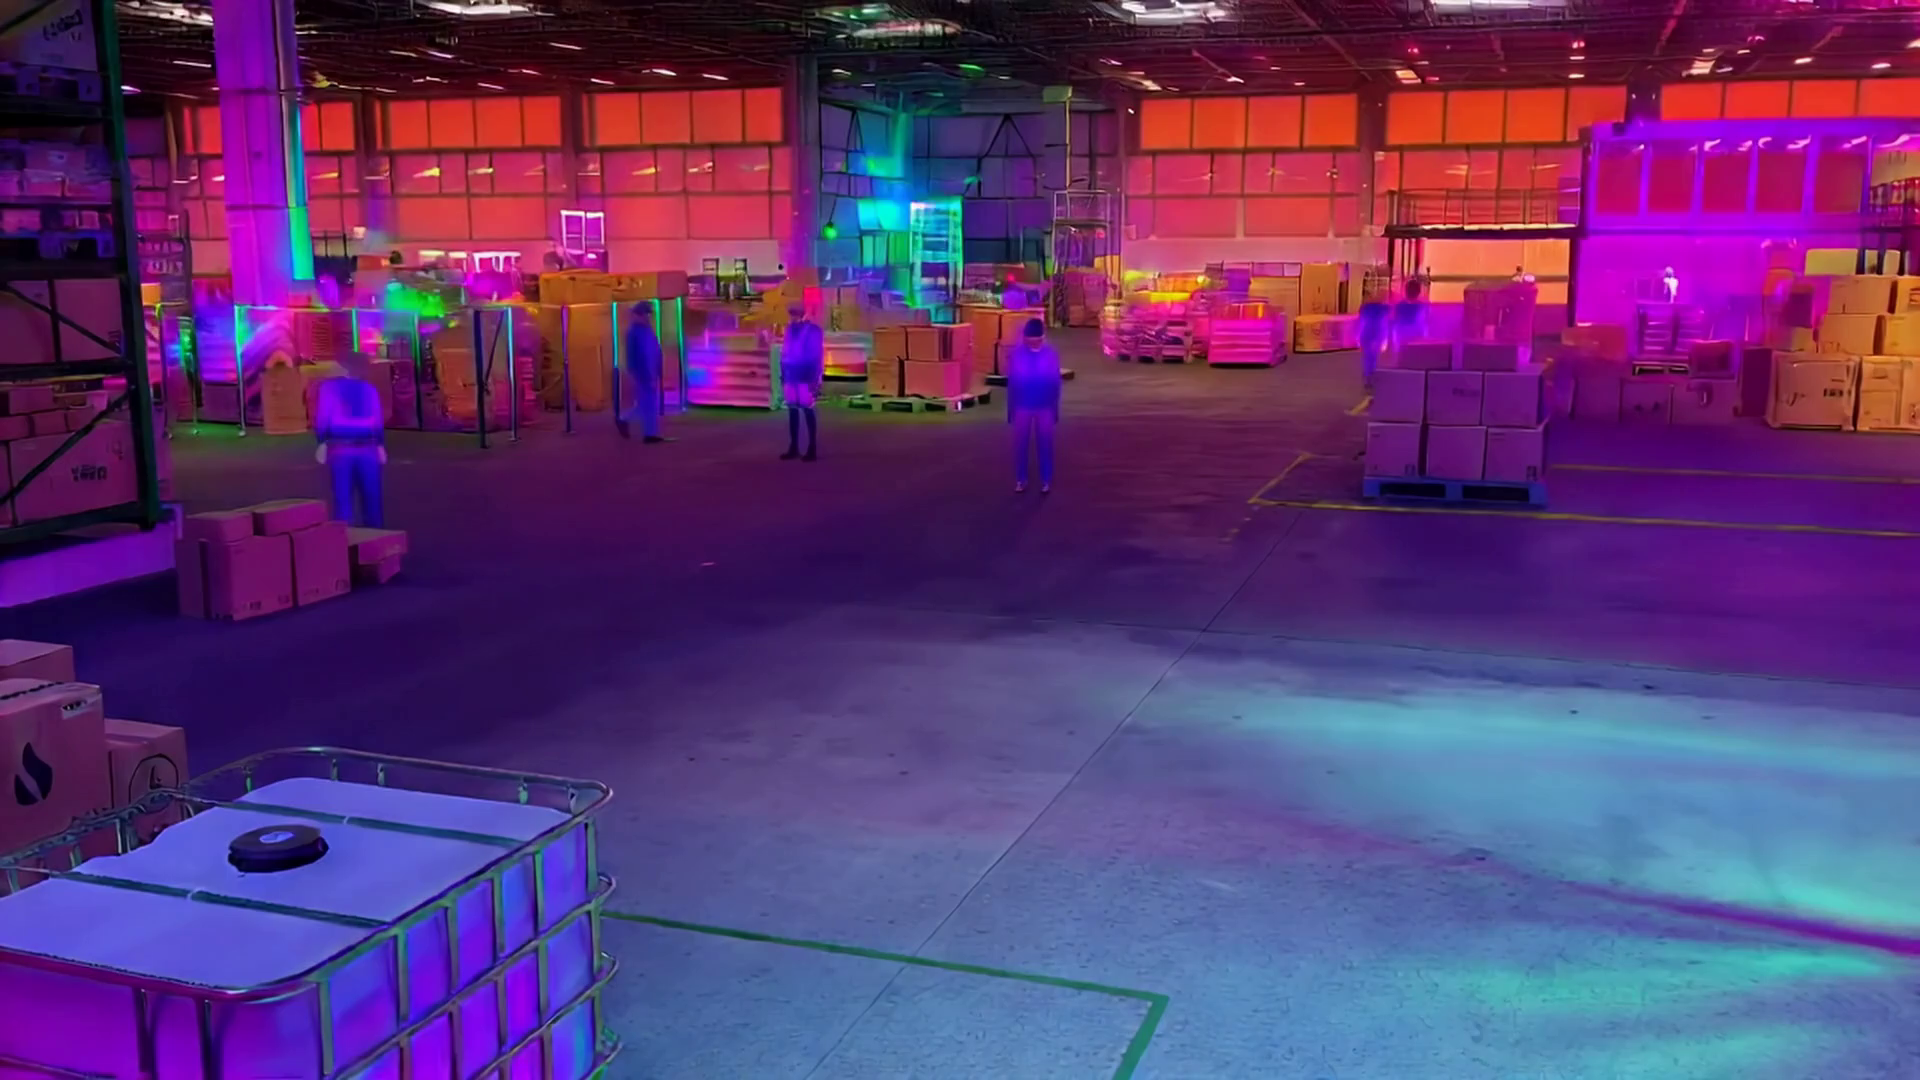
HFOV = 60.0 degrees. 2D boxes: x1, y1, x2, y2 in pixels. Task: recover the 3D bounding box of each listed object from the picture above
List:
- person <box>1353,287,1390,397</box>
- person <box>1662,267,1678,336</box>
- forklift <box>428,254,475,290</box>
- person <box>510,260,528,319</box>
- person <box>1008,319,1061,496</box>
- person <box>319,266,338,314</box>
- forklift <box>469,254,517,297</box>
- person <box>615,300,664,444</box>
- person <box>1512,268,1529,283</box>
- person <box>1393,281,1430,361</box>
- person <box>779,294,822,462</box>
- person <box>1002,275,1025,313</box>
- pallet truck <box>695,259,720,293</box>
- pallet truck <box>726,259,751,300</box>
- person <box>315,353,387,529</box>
[{"bbox_3d":[6.842,-3.289,27.659,0.537,1.814,0.933,4,11,23],"label":"person"},{"bbox_3d":[18.952,-6.330,44.429,0.392,1.920,0.592,9,13,41],"label":"person"},{"bbox_3d":[-20.133,-10.254,65.465,1.157,1.987,2.680,3,11,19],"label":"forklift"},{"bbox_3d":[-12.845,-7.140,48.636,0.391,2.045,0.608,8,13,38],"label":"person"},{"bbox_3d":[0.743,-1.318,16.636,0.524,1.769,0.308,0,10,1],"label":"person"},{"bbox_3d":[-17.588,-6.641,46.230,0.643,1.905,0.400,6,12,29],"label":"person"},{"bbox_3d":[-17.990,-10.121,64.684,1.157,1.987,2.680,3,11,17],"label":"forklift"},{"bbox_3d":[-4.016,-2.105,20.914,0.496,1.816,0.599,-6,12,-30],"label":"person"},{"bbox_3d":[16.805,-7.291,50.162,0.589,1.810,0.633,1,10,6],"label":"person"},{"bbox_3d":[7.423,-3.305,27.417,0.620,1.916,1.000,6,12,29],"label":"person"},{"bbox_3d":[-1.868,-1.865,19.233,0.551,1.935,0.371,6,12,31],"label":"person"},{"bbox_3d":[1.108,-4.404,33.636,0.544,1.906,0.902,-6,12,-31],"label":"person"},{"bbox_3d":[-9.165,-9.627,62.776,0.823,1.965,1.885,4,11,23],"label":"pallet truck"},{"bbox_3d":[-7.986,-9.493,62.019,0.823,1.965,1.885,3,11,17],"label":"pallet truck"},{"bbox_3d":[-5.058,-0.747,13.865,0.607,1.613,0.347,-6,12,-32],"label":"person"}]
